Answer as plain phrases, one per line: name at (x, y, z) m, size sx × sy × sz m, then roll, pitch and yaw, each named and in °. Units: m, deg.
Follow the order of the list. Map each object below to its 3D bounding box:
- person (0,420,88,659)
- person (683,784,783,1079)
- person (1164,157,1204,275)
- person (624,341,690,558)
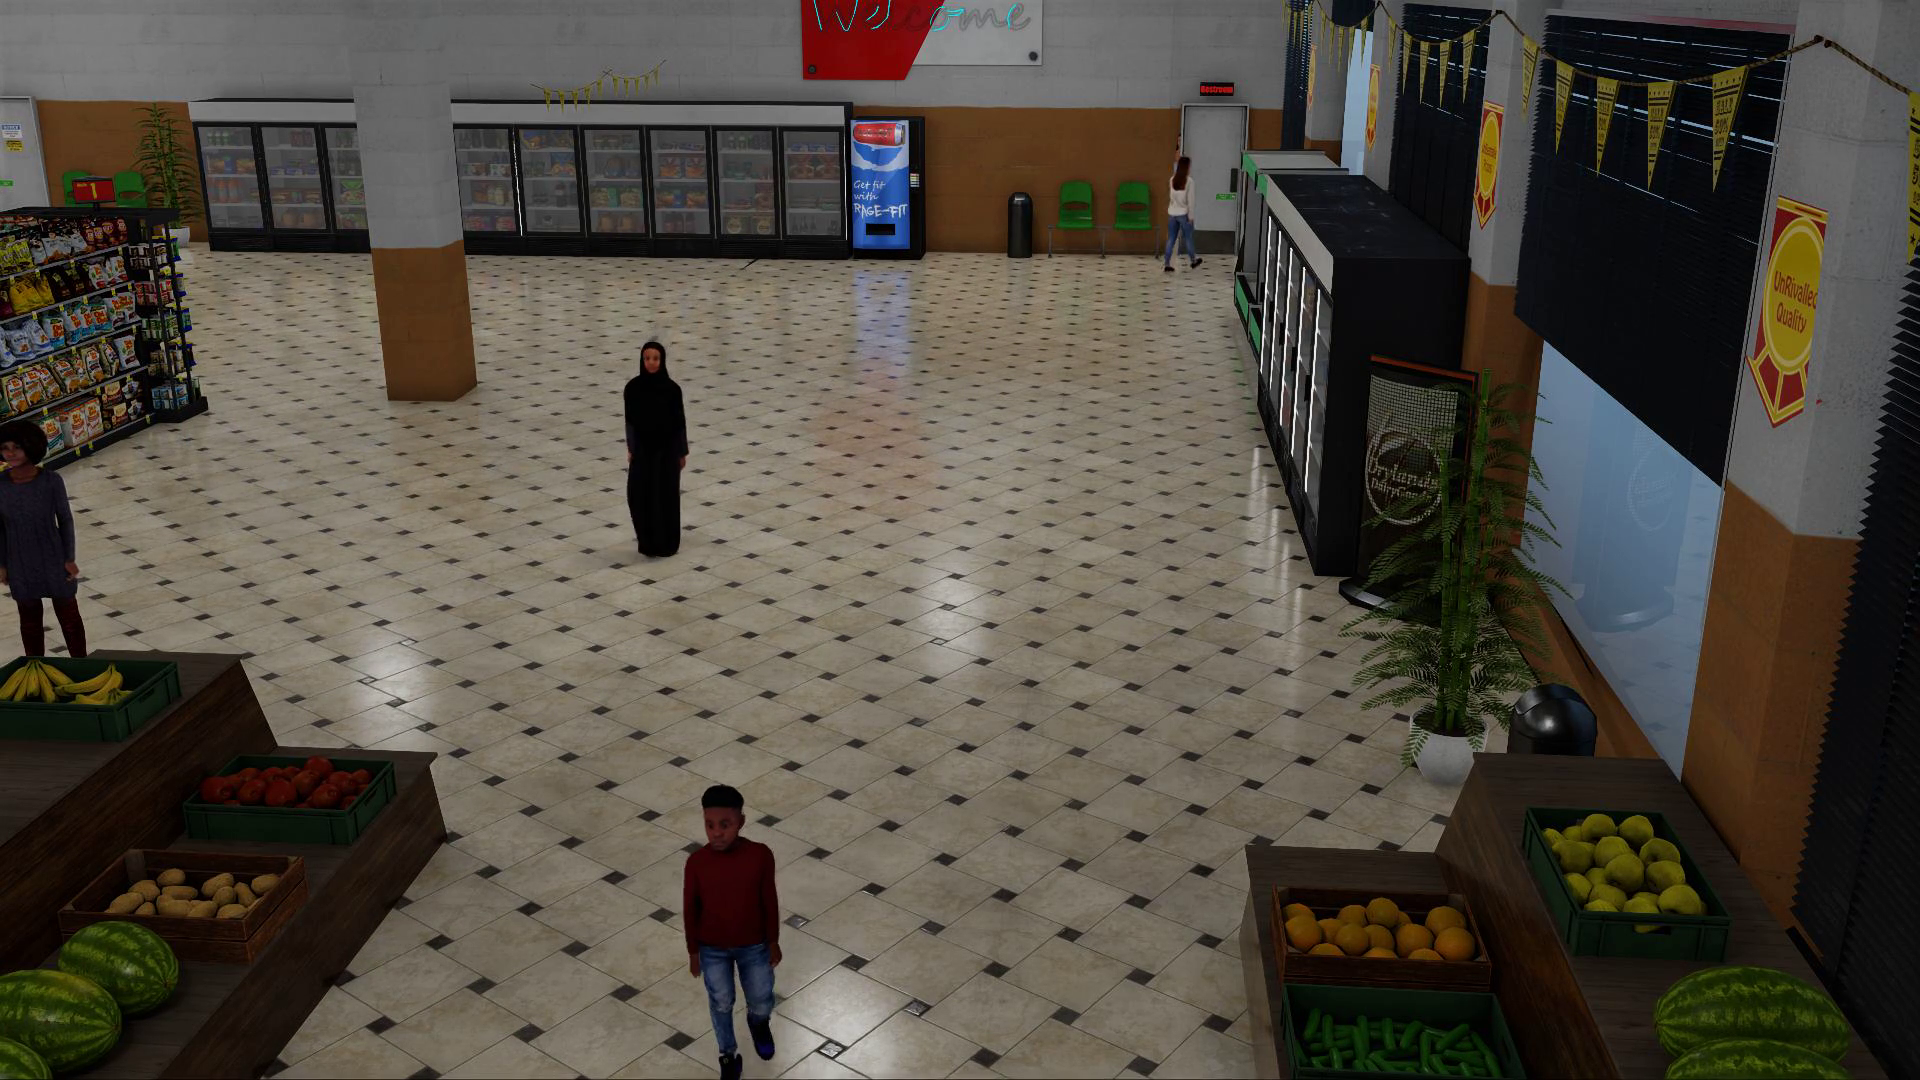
person at (-5.379, 0.132, 9.722) m, size 0.636 × 1.710 × 0.607 m, roll -4°, pitch 19°, yaw -11°
person at (-0.868, 1.497, 6.399) m, size 0.567 × 1.248 × 0.636 m, roll -2°, pitch 19°, yaw -5°
person at (3.132, -4.633, 23.965) m, size 1.044 × 1.639 × 1.194 m, roll 15°, pitch 24°, yaw 38°
person at (-2.231, -0.687, 12.310) m, size 0.635 × 1.609 × 0.749 m, roll 1°, pitch 19°, yaw 2°
